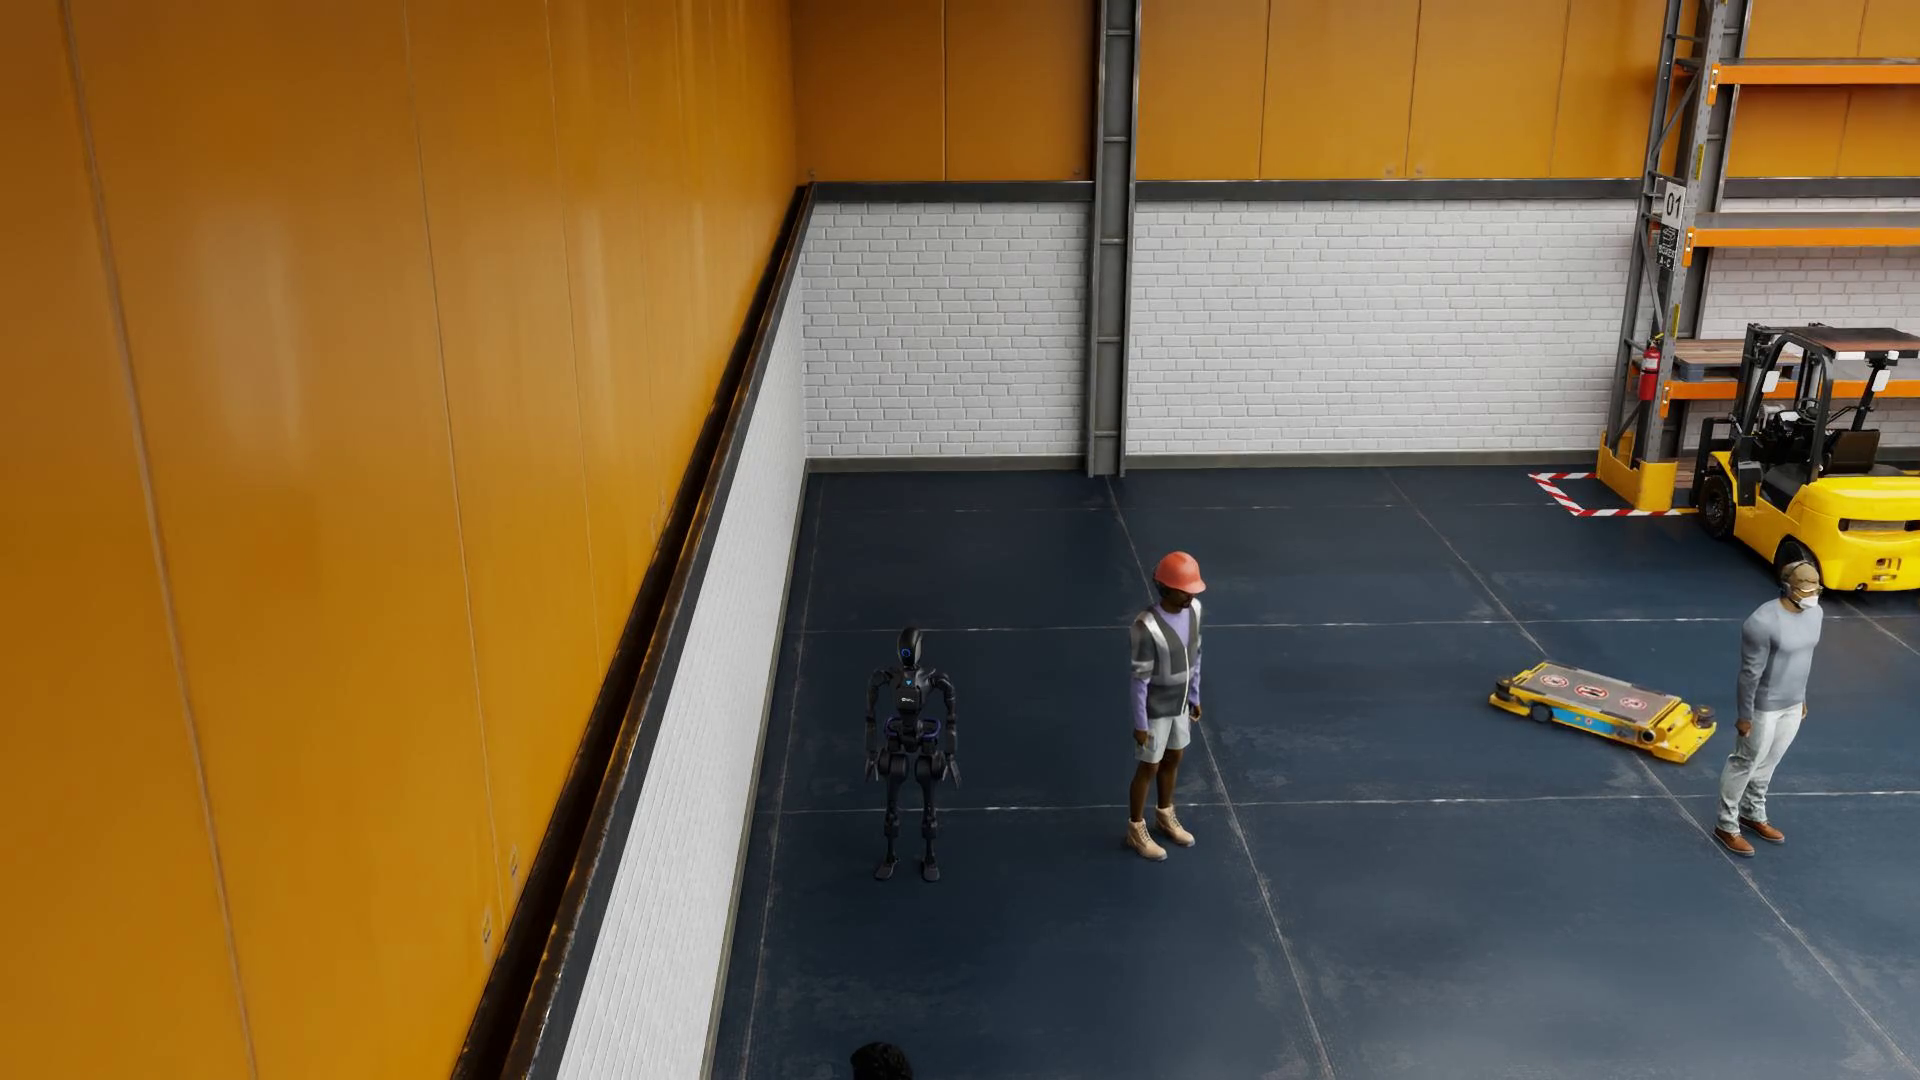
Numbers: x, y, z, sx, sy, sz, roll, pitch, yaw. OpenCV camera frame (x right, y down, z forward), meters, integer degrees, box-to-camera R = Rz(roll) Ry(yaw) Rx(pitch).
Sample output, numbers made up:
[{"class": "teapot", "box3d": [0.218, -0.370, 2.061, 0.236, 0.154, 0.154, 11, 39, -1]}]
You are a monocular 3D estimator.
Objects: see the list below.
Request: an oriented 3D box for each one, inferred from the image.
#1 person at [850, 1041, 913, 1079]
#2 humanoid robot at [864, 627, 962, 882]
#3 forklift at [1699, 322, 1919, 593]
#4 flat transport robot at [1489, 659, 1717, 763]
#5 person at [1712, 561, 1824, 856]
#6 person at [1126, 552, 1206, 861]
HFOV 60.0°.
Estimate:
[{"class": "person", "box3d": [-0.266, 2.643, 6.338, 0.316, 1.690, 0.533, -1, 20, -3]}, {"class": "humanoid robot", "box3d": [-0.283, 1.289, 10.006, 0.599, 1.657, 0.315, 2, 20, 6]}, {"class": "forklift", "box3d": [7.809, -0.792, 14.926, 1.214, 2.155, 2.313, -1, 20, -2]}, {"class": "flat transport robot", "box3d": [4.710, 1.234, 12.207, 1.431, 0.231, 0.659, 17, 26, 39]}, {"class": "person", "box3d": [5.059, 1.026, 10.364, 0.634, 1.937, 0.353, -11, 23, -27]}, {"class": "person", "box3d": [1.291, 1.020, 10.258, 0.421, 2.035, 0.599, 19, 28, 41]}]
